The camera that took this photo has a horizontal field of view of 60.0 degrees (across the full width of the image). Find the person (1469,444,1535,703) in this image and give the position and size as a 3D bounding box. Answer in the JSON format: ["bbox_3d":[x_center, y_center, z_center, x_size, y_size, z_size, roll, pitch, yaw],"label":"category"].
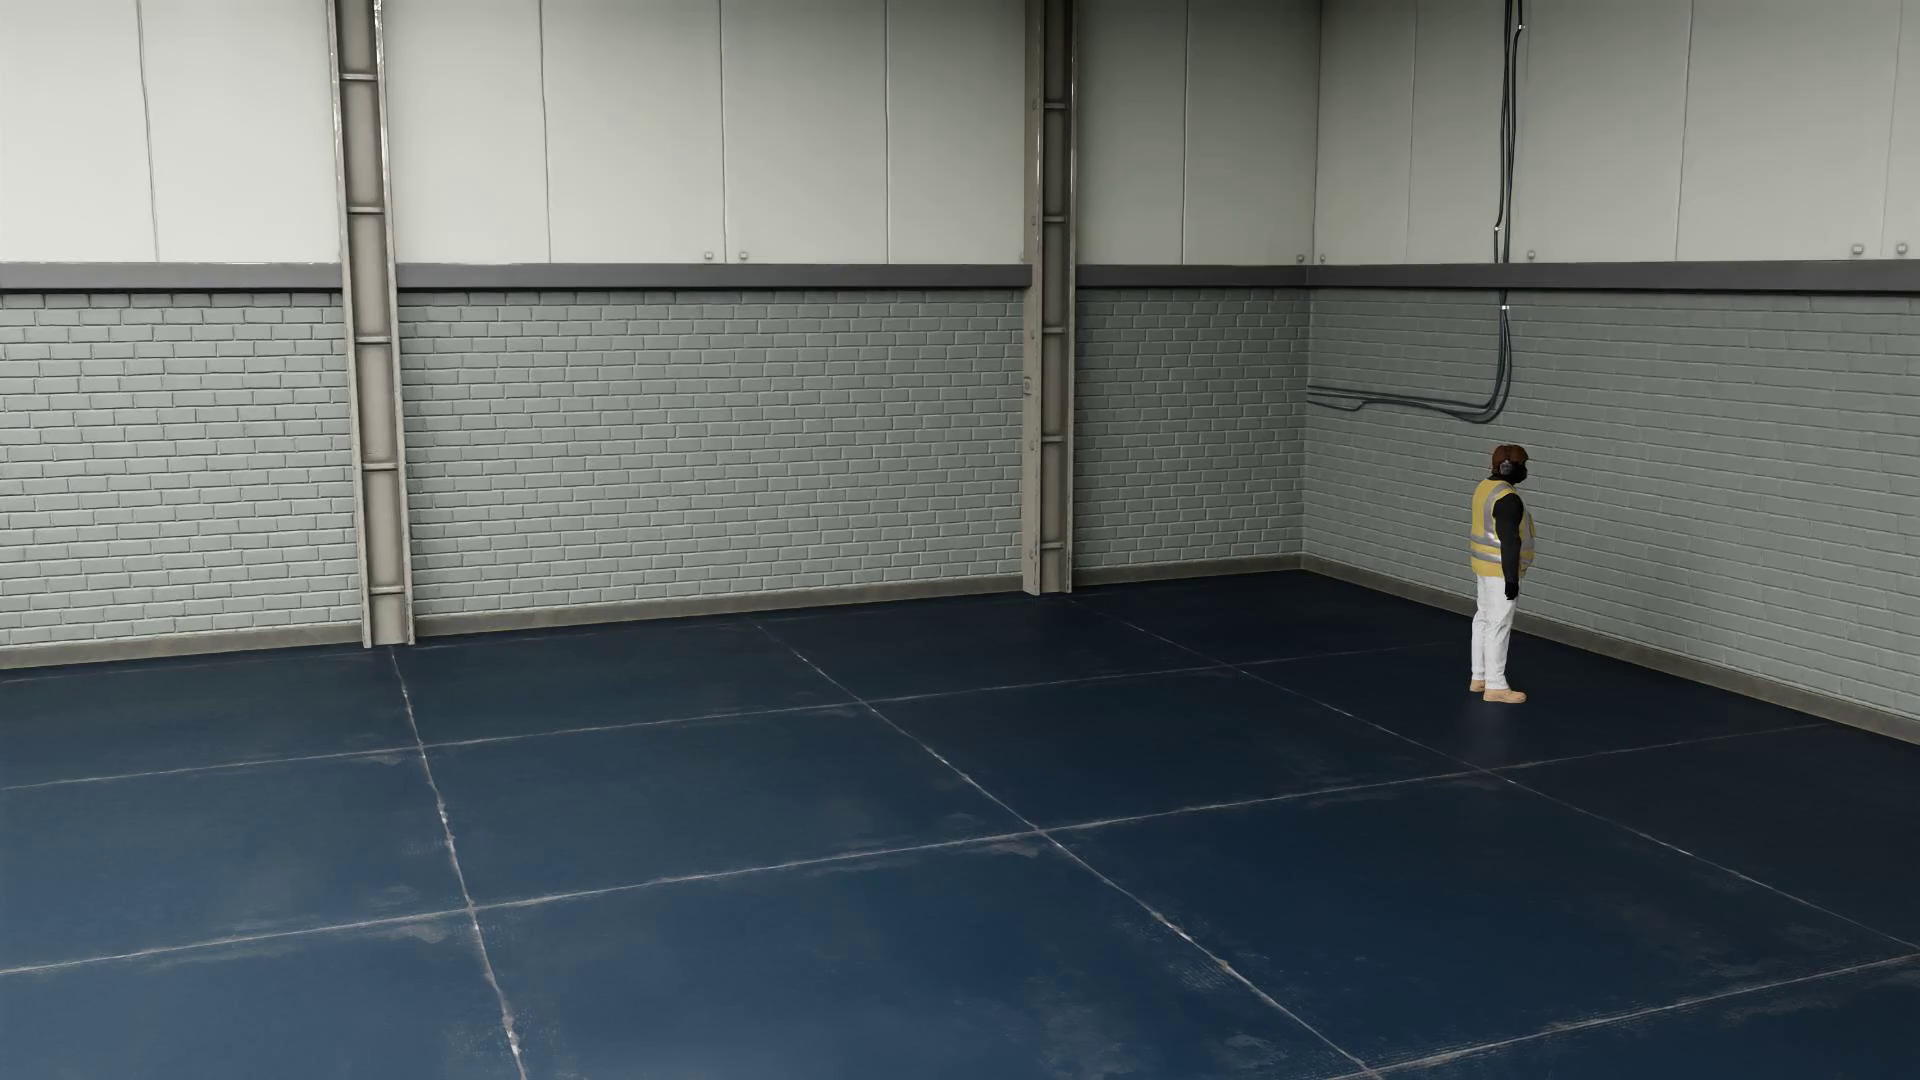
[{"bbox_3d":[3.878,0.230,11.902,0.429,1.840,0.634,0,9,0],"label":"person"}]
